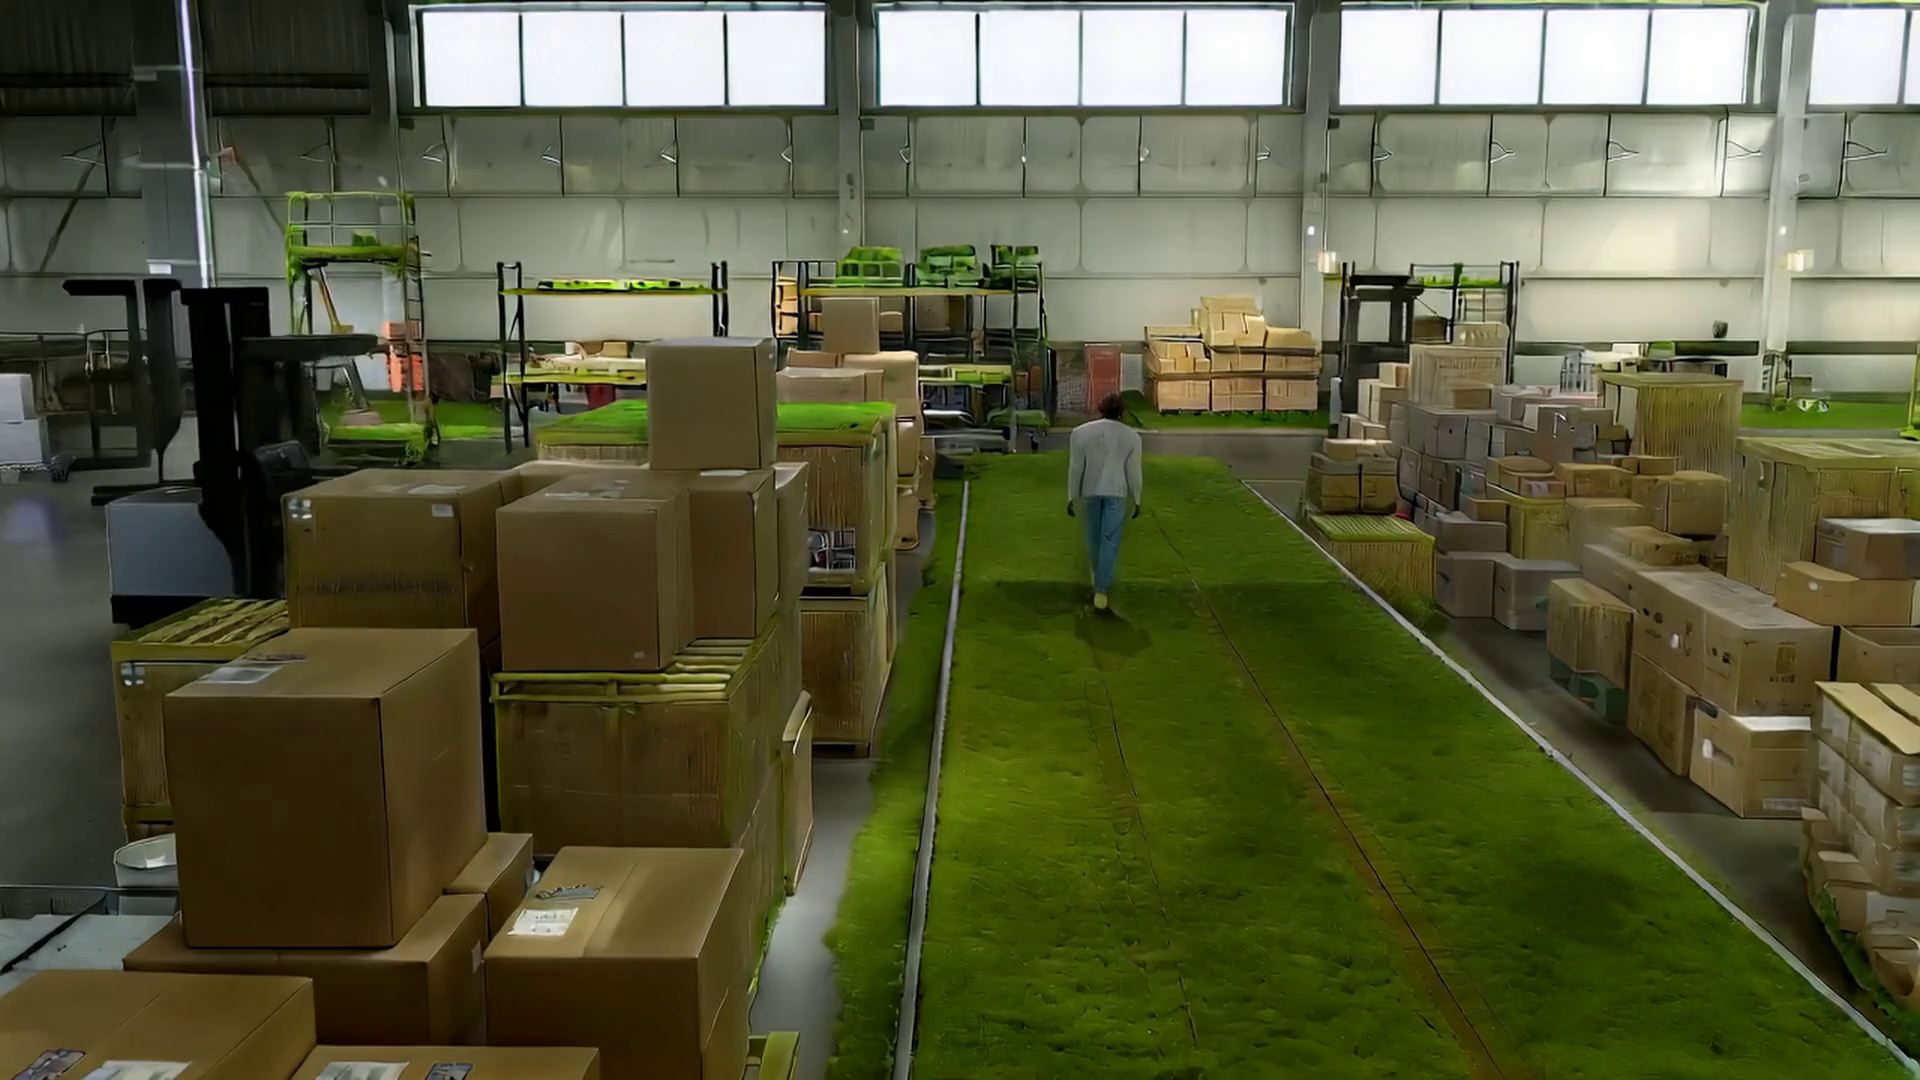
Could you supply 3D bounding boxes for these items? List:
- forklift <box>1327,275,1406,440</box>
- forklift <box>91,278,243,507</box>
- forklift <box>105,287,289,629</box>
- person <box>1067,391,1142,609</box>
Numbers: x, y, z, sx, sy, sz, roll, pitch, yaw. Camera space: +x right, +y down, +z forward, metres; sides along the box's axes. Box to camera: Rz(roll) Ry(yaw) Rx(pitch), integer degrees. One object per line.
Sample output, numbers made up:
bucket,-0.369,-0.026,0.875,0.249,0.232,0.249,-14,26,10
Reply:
forklift,6.849,-3.006,27.640,1.129,2.768,1.873,0,9,1
forklift,-10.067,-1.916,21.114,1.873,2.768,1.129,-4,10,-25
forklift,-6.048,-0.715,13.921,1.873,2.768,1.129,0,9,1
person,1.305,-0.383,14.899,0.645,1.883,1.001,1,10,9
